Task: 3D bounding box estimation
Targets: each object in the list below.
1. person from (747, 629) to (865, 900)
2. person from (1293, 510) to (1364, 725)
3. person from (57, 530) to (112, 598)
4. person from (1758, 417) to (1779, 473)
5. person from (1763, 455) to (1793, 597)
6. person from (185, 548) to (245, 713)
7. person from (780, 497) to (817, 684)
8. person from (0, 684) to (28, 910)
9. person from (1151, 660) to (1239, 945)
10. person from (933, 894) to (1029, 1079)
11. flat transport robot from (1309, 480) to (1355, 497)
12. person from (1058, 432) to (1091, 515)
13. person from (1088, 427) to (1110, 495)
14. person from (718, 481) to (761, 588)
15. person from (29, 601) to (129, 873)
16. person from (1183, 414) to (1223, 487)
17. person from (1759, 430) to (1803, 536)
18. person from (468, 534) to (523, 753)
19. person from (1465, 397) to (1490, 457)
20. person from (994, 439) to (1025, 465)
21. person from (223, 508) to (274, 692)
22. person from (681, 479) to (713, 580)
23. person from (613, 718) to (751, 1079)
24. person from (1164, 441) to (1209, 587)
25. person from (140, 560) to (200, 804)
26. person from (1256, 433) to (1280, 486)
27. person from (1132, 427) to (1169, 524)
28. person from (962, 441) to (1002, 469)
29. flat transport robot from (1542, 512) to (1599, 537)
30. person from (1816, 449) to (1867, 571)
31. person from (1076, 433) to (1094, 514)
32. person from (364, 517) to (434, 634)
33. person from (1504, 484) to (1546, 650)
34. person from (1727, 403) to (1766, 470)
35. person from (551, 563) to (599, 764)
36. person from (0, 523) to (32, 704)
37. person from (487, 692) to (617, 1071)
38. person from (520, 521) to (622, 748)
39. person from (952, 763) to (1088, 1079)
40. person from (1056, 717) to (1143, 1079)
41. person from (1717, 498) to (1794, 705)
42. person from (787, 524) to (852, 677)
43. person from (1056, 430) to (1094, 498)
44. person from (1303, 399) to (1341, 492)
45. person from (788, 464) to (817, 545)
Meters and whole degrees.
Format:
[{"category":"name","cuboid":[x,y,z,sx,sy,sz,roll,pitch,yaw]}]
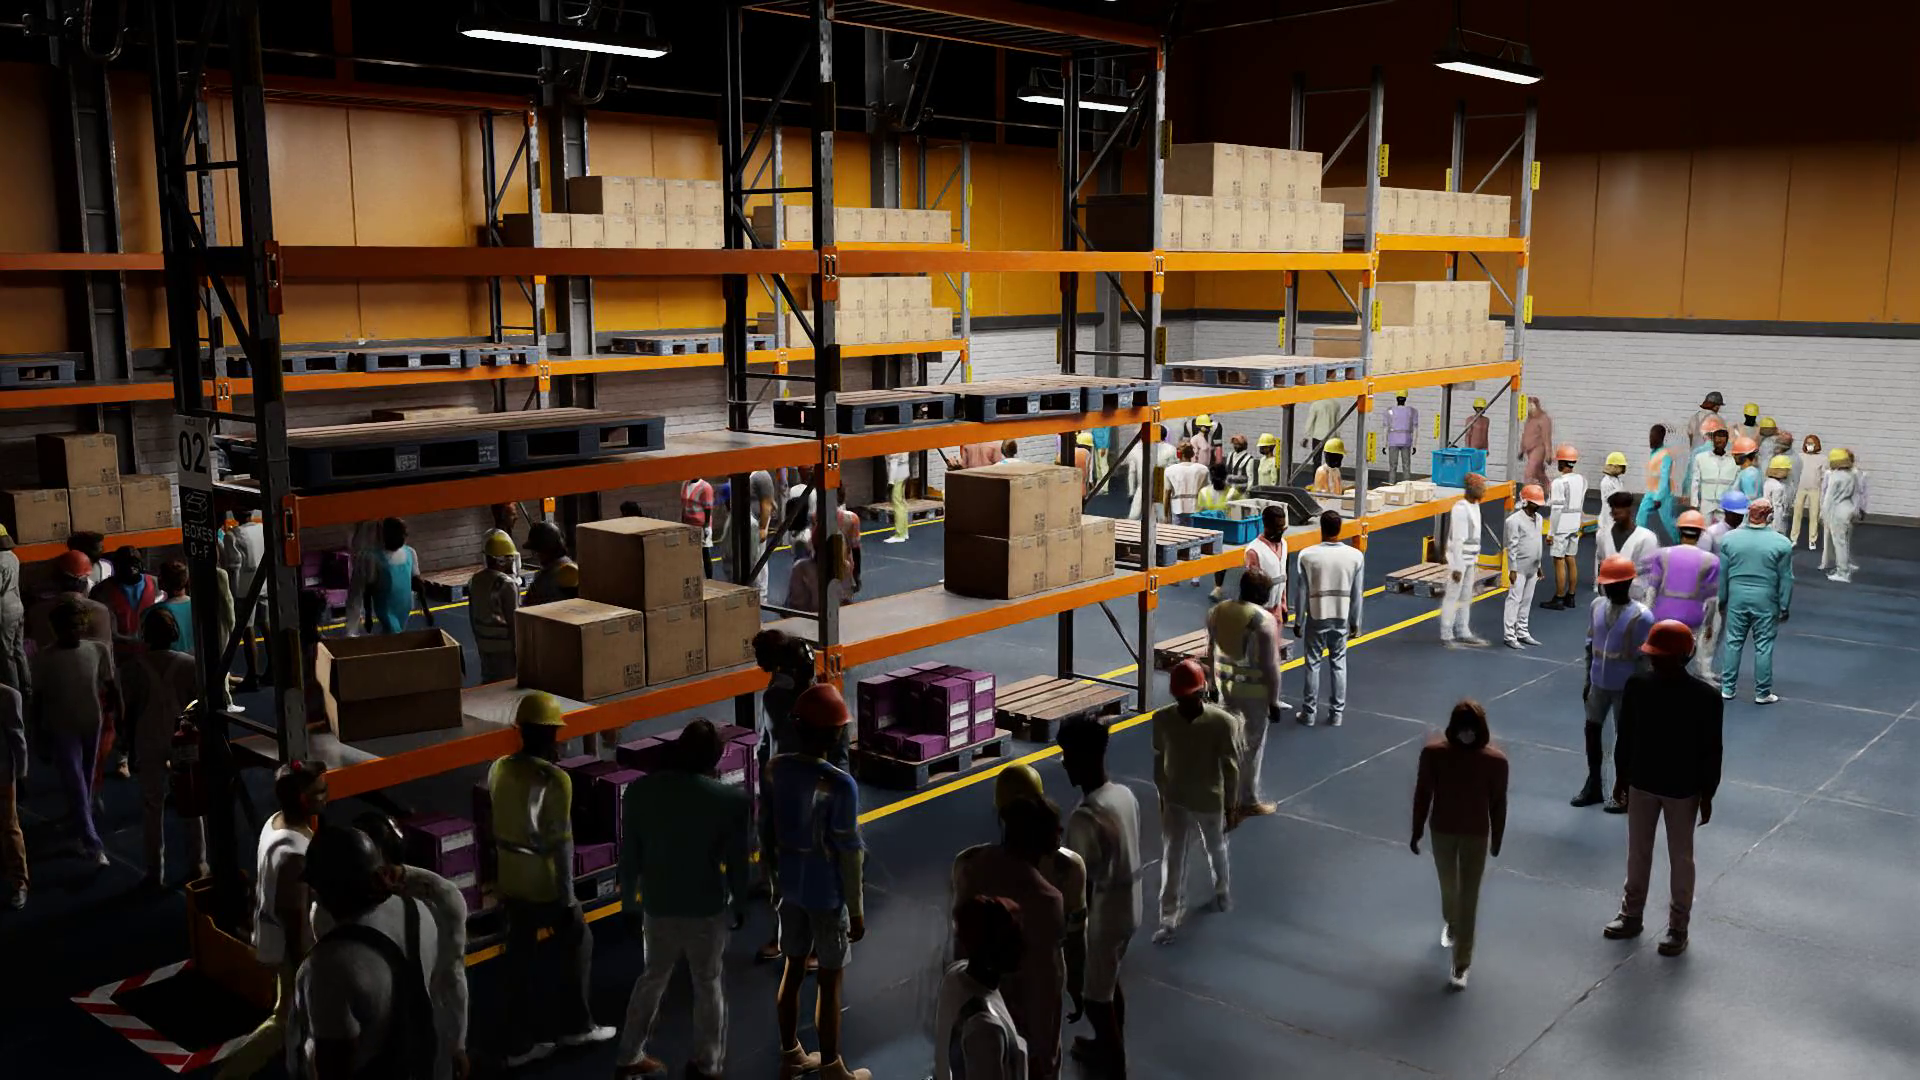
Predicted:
[{"category":"person","cuboid":[-1.034,1.421,10.544,0.794,1.802,0.605,-1,10,-6]},{"category":"person","cuboid":[3.229,0.690,14.580,0.597,1.908,0.401,-1,10,-6]},{"category":"person","cuboid":[-7.389,0.816,14.057,0.508,1.824,0.586,2,10,11]},{"category":"person","cuboid":[12.113,-0.977,25.028,0.321,1.738,0.484,8,13,40]},{"category":"person","cuboid":[9.850,-0.161,20.130,0.312,1.744,0.487,2,10,11]},{"category":"person","cuboid":[-6.718,0.767,14.909,0.500,1.636,0.284,2,10,13]},{"category":"person","cuboid":[-1.504,0.544,15.491,0.685,1.893,0.602,-1,10,-6]},{"category":"person","cuboid":[-6.134,1.471,10.392,0.557,1.743,0.344,-2,10,-15]},{"category":"person","cuboid":[1.450,1.537,10.161,0.570,1.708,0.874,4,10,22]},{"category":"person","cuboid":[0.074,2.157,5.873,0.337,1.882,0.584,-2,10,-12]},{"category":"flat transport robot","cuboid":[6.485,-0.882,28.826,0.652,0.197,1.431,5,11,28]},{"category":"person","cuboid":[1.480,-0.577,22.100,0.585,1.916,0.388,-9,13,-43]},{"category":"person","cuboid":[2.451,-1.672,29.111,0.321,1.755,0.566,-2,10,-13]},{"category":"person","cuboid":[-2.167,0.368,16.389,0.402,1.944,0.610,-6,11,-31]},{"category":"person","cuboid":[-5.848,1.311,11.111,0.939,1.821,0.517,8,13,40]},{"category":"person","cuboid":[3.706,-1.175,25.357,0.611,2.030,0.409,4,10,23]},{"category":"person","cuboid":[10.769,-0.545,22.063,0.428,1.871,0.804,-2,10,-14]},{"category":"person","cuboid":[-3.805,0.857,13.795,0.596,1.828,0.403,8,12,39]},{"category":"person","cuboid":[8.815,-1.549,28.347,0.523,1.769,0.320,-5,11,-27]},{"category":"person","cuboid":[0.640,-0.400,21.258,0.515,1.843,0.325,-5,11,-27]},{"category":"person","cuboid":[-6.736,0.474,15.762,0.355,1.939,0.543,4,10,23]},{"category":"person","cuboid":[-3.239,-0.182,20.420,0.535,1.692,0.317,8,13,40]},{"category":"person","cuboid":[-1.342,1.786,8.084,0.697,1.900,0.435,1,10,7]},{"category":"person","cuboid":[2.821,-0.316,20.790,0.561,1.836,0.395,0,10,-2]},{"category":"person","cuboid":[-5.824,1.068,12.486,0.386,1.845,0.567,8,12,39]},{"category":"person","cuboid":[4.153,-0.565,22.502,0.336,1.760,0.526,-2,10,-12]},{"category":"person","cuboid":[2.920,-1.118,25.460,0.593,1.888,0.978,3,10,20]},{"category":"person","cuboid":[0.322,-0.792,23.158,0.623,1.989,0.401,5,11,25]},{"category":"flat transport robot","cuboid":[9.197,-0.233,24.952,1.431,0.197,0.652,-9,13,-44]},{"category":"person","cuboid":[11.641,-0.394,21.936,0.556,1.610,0.478,4,10,20]},{"category":"person","cuboid":[1.648,-0.580,22.600,0.340,1.757,0.528,0,10,-2]},{"category":"person","cuboid":[-5.210,0.650,15.184,0.977,1.796,0.529,6,11,33]},{"category":"person","cuboid":[5.969,0.276,17.520,0.562,1.742,0.337,-8,12,-38]},{"category":"person","cuboid":[12.096,-1.158,25.576,0.593,1.918,0.399,1,10,6]},{"category":"person","cuboid":[-2.980,1.047,12.853,0.524,1.769,0.314,-2,10,-12]},{"category":"person","cuboid":[-8.706,0.685,15.124,0.324,1.728,0.491,-2,10,-9]},{"category":"person","cuboid":[-2.101,1.711,8.494,0.621,1.892,0.724,6,11,33]},{"category":"person","cuboid":[-3.205,0.792,13.554,0.772,2.000,0.697,-2,10,-10]},{"category":"person","cuboid":[0.259,1.908,7.224,0.587,1.930,0.357,0,10,2]},{"category":"person","cuboid":[0.693,1.787,8.038,0.561,1.918,0.785,4,10,25]},{"category":"person","cuboid":[7.326,0.560,15.340,0.651,1.907,0.409,8,12,38]},{"category":"person","cuboid":[-1.219,0.739,14.300,0.567,1.902,0.707,-3,10,-18]},{"category":"person","cuboid":[1.646,-0.868,23.464,0.607,2.044,0.379,-6,11,-34]},{"category":"person","cuboid":[6.362,-1.799,29.194,0.642,1.988,0.405,-3,10,-20]},{"category":"person","cuboid":[-1.715,0.035,18.589,0.366,1.879,0.581,-5,11,-29]}]
